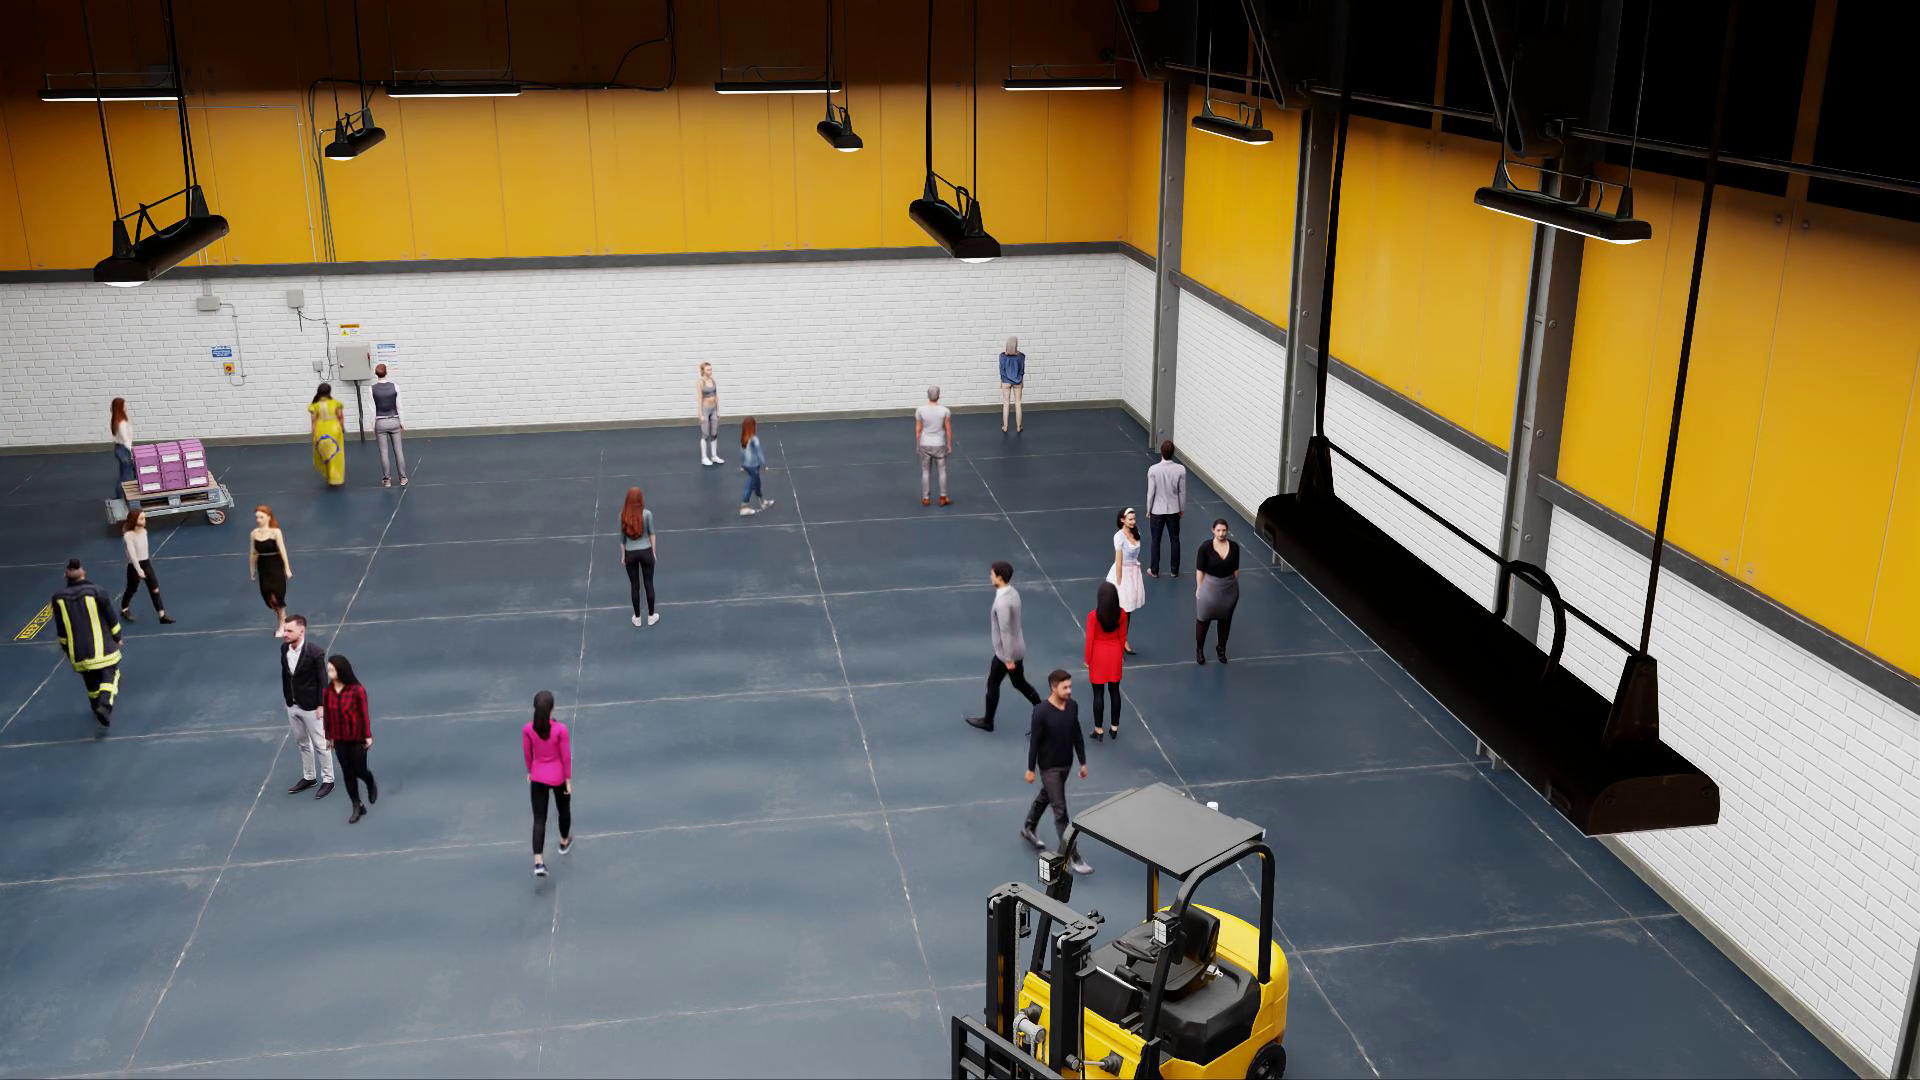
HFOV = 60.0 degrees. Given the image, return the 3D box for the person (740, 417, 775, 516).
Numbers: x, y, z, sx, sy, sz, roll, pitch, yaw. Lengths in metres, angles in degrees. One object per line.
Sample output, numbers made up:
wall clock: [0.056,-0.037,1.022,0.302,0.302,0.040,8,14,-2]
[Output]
person: [-3.127,-1.063,24.454,0.841,1.454,0.885,-12,22,-32]

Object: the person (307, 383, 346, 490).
person: [-9.769,-1.582,25.746,0.821,1.612,1.177,-4,19,-13]

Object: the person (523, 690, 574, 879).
person: [-3.629,2.155,14.568,0.731,1.666,1.166,0,19,0]

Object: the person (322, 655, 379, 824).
person: [-5.686,1.816,15.598,0.698,1.649,0.770,2,19,7]

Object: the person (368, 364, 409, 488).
person: [-8.912,-1.805,25.898,0.705,1.938,0.645,-8,20,-22]

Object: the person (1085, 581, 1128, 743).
person: [1.506,1.243,17.148,0.648,1.747,0.652,-6,20,-18]

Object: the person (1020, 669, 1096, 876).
person: [0.780,2.003,14.787,1.049,1.813,1.310,-14,23,-36]

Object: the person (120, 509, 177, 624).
person: [-10.077,0.348,20.276,0.907,1.446,1.016,6,20,17]

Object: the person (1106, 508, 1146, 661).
person: [1.907,0.491,19.268,0.913,1.818,0.858,15,24,38]

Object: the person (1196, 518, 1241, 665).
person: [2.951,0.580,19.100,0.671,1.758,0.614,-2,19,-7]

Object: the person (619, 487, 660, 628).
person: [-3.911,0.199,20.256,0.576,1.742,0.540,-2,19,-6]

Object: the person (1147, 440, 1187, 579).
person: [2.706,-0.409,21.886,0.691,1.853,0.595,-2,19,-4]

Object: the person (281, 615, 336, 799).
person: [-6.293,1.571,16.021,0.740,1.844,0.748,8,20,22]

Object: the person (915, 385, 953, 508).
person: [-0.401,-1.408,24.894,0.738,1.827,0.622,1,19,2]

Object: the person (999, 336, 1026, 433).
person: [0.910,-2.734,29.034,0.641,1.697,0.597,-1,19,-2]

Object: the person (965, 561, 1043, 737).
person: [0.596,1.152,17.192,1.158,1.892,1.256,3,19,9]

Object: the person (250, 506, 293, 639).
person: [-8.237,0.346,20.026,0.700,1.611,0.730,3,19,10]

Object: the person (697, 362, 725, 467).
person: [-4.102,-2.065,27.040,0.696,1.703,0.651,16,24,39]

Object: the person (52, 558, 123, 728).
person: [-9.142,1.082,17.475,0.729,1.843,0.921,-3,19,-10]
